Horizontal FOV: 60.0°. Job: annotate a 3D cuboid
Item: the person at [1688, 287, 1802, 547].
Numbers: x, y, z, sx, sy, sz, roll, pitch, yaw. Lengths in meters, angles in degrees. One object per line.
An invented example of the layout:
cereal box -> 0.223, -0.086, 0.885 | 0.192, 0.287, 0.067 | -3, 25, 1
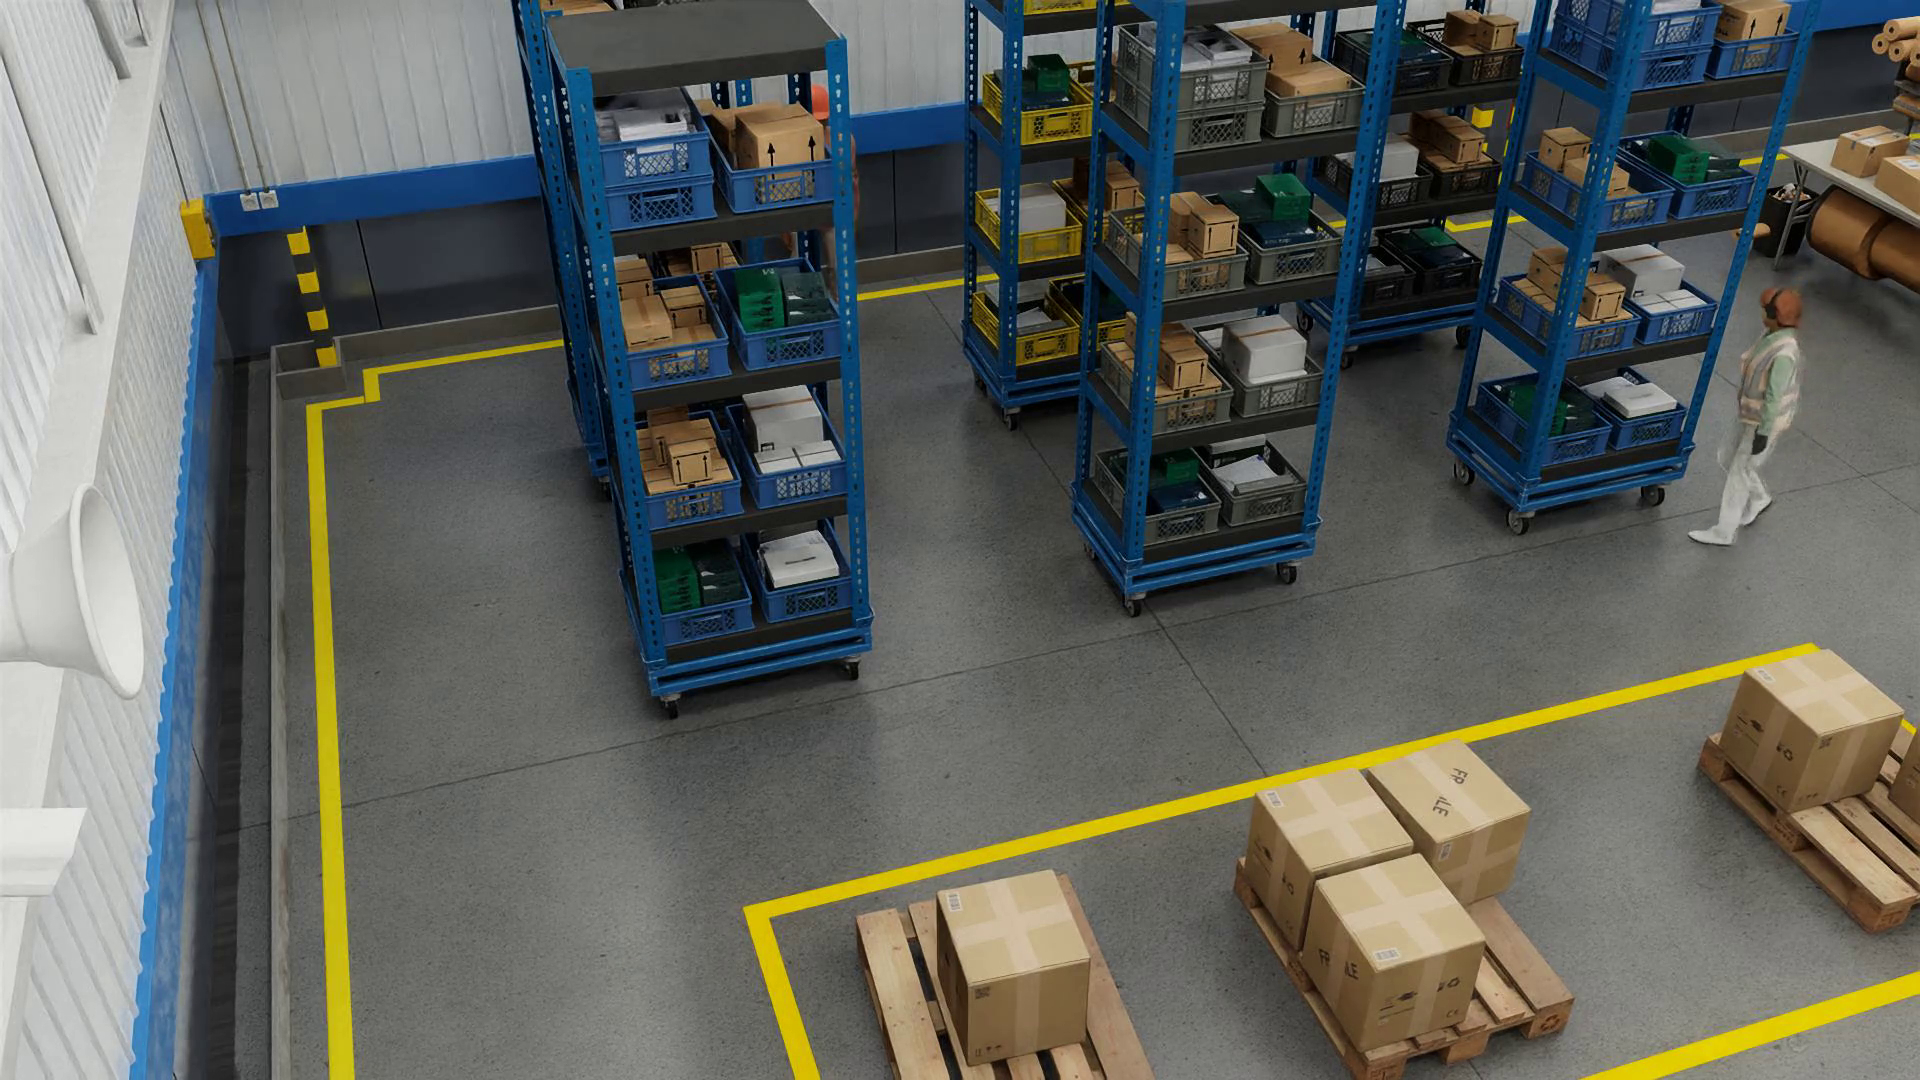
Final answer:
person -> 4.780, -0.734, 9.914 | 0.508, 1.613, 0.559 | 5, 36, 8

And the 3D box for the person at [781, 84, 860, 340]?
person -> -0.998, -2.267, 11.774 | 0.613, 1.984, 0.414 | -10, 36, -13
